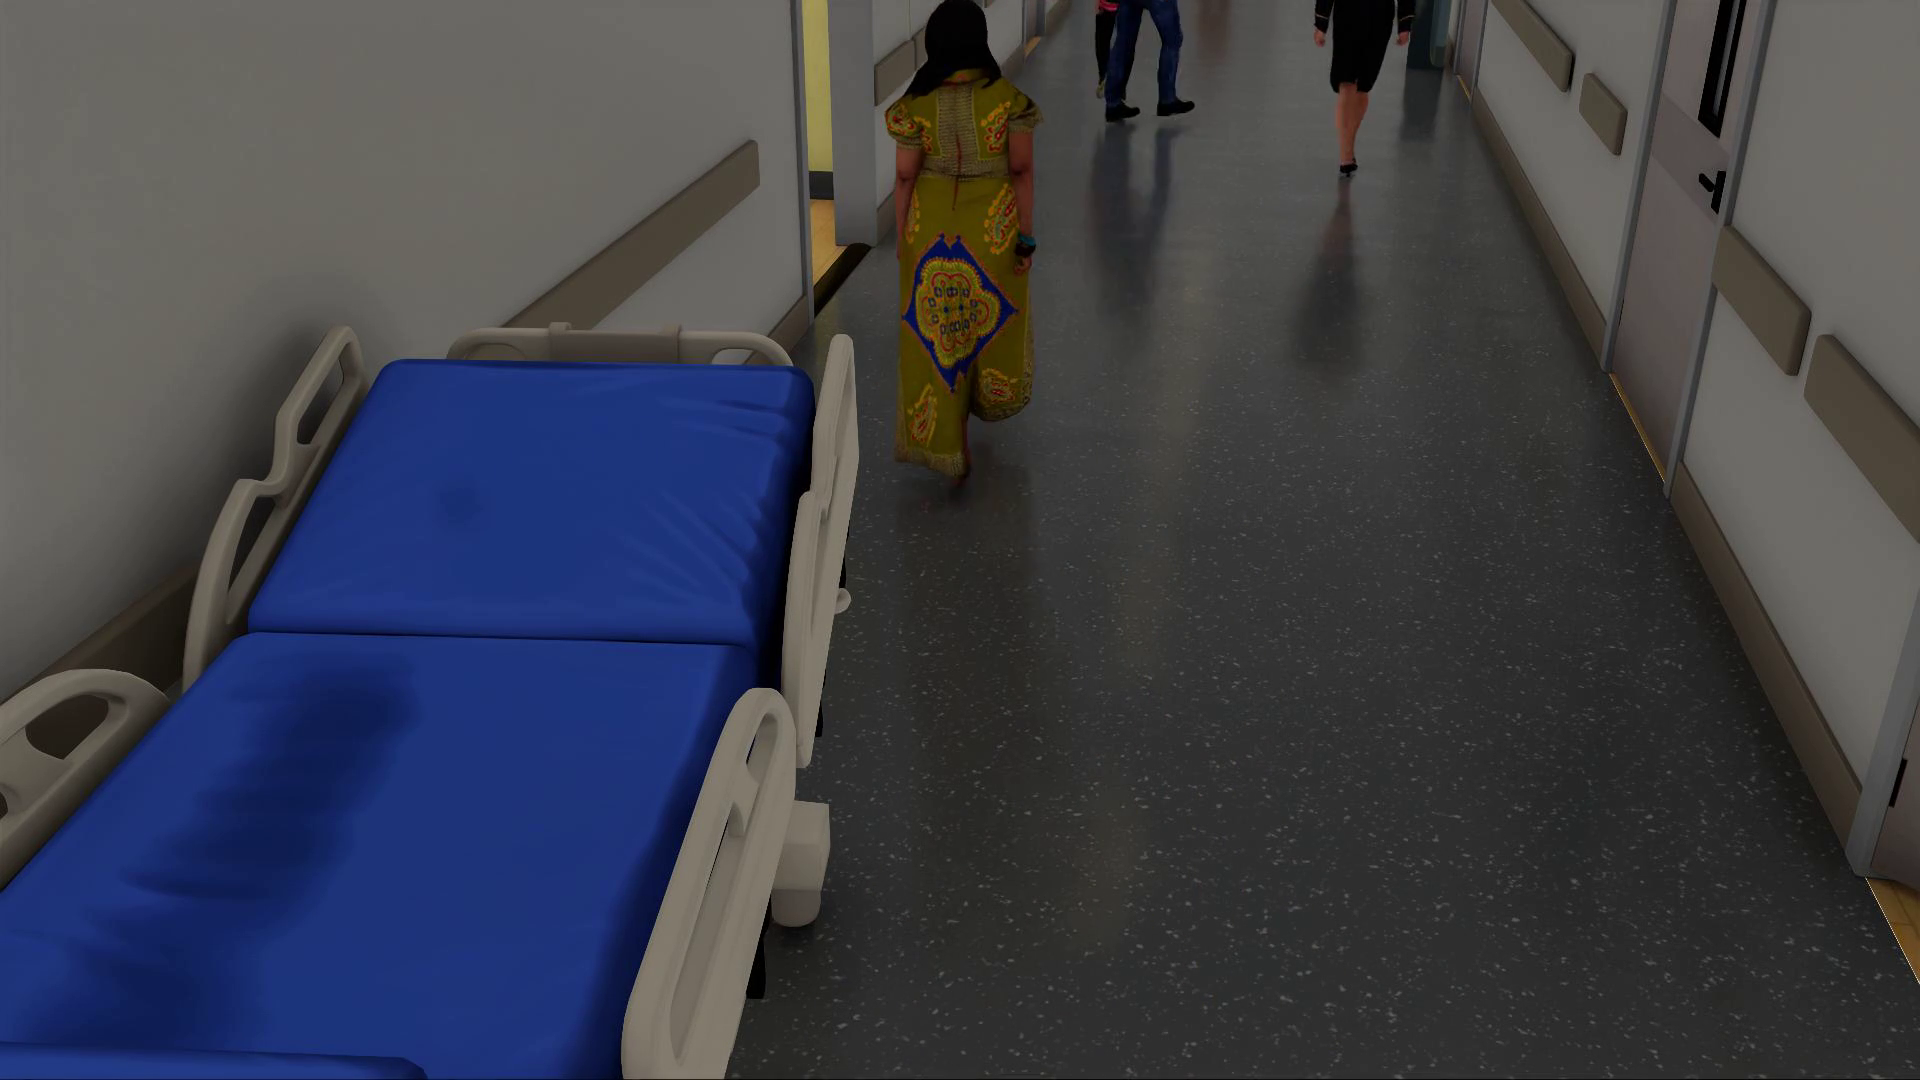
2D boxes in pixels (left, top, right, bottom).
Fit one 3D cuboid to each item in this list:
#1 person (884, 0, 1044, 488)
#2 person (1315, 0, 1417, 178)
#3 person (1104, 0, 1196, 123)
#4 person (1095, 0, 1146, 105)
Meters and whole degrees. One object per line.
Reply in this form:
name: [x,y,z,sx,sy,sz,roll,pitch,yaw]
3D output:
person: [0.021,-0.969,5.707,1.272,1.618,0.960,-1,26,-2]
person: [2.397,-3.016,9.932,0.977,1.636,0.807,3,26,6]
person: [1.165,-3.749,11.207,1.041,1.848,0.987,-18,31,-33]
person: [1.141,-3.858,11.788,0.596,1.540,0.621,2,26,4]
